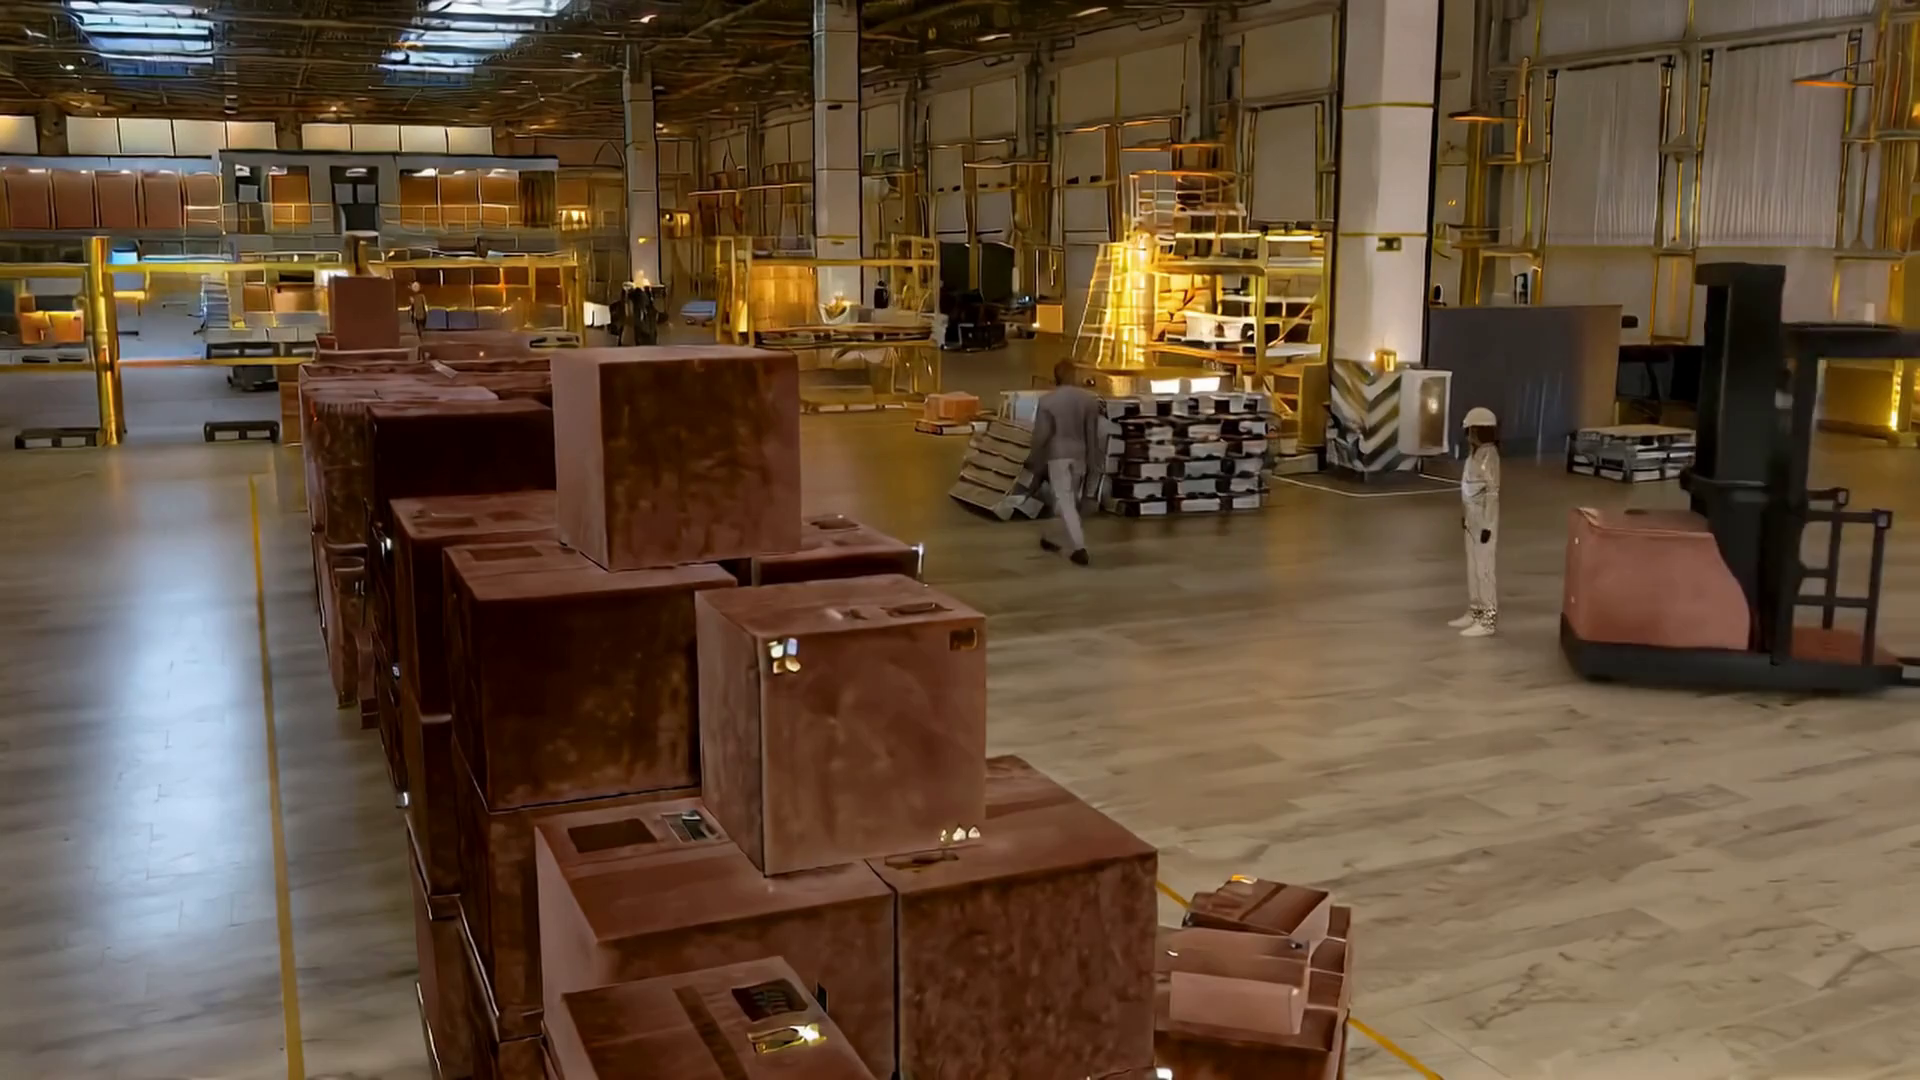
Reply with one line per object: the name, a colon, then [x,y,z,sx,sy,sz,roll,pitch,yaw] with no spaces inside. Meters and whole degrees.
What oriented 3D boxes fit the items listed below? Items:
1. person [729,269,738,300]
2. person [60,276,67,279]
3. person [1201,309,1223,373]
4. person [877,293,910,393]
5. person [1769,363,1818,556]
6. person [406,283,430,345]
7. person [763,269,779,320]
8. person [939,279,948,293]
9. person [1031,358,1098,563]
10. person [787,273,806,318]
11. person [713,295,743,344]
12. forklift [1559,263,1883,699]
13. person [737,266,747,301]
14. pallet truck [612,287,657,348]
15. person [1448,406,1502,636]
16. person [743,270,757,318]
person: [-8.224,-8.805,59.930,0.882,1.908,0.553,-5,11,-23]
person: [-24.311,-6.193,45.314,1.056,1.989,0.615,2,10,12]
person: [4.028,-2.761,26.648,0.356,1.886,0.574,5,11,25]
person: [-1.312,-3.850,32.542,0.648,1.946,0.777,-3,11,-17]
person: [7.854,-0.766,15.823,0.505,1.819,0.717,4,11,21]
person: [-14.407,-5.901,44.141,0.542,1.819,0.973,-9,14,-41]
person: [-6.943,-9.050,61.198,0.594,1.922,0.378,0,10,-2]
person: [-0.591,-7.920,55.761,0.589,1.640,0.855,5,12,27]
person: [1.002,-0.753,15.567,0.644,1.900,0.999,-5,11,-26]
person: [-6.200,-9.266,62.986,0.917,1.726,0.543,5,12,28]
person: [-5.039,-4.433,36.158,0.637,1.792,0.982,0,10,-1]
forklift: [5.168,-0.462,11.233,1.873,2.768,1.129,3,11,14]
person: [-9.002,-10.280,67.947,0.621,1.928,0.444,-1,10,-5]
pallet truck: [-6.464,-4.406,35.401,0.823,1.965,1.885,6,12,32]
person: [3.916,-0.141,12.600,0.323,1.742,0.492,0,10,0]
person: [-7.899,-9.277,62.691,0.430,1.840,0.623,8,13,36]
